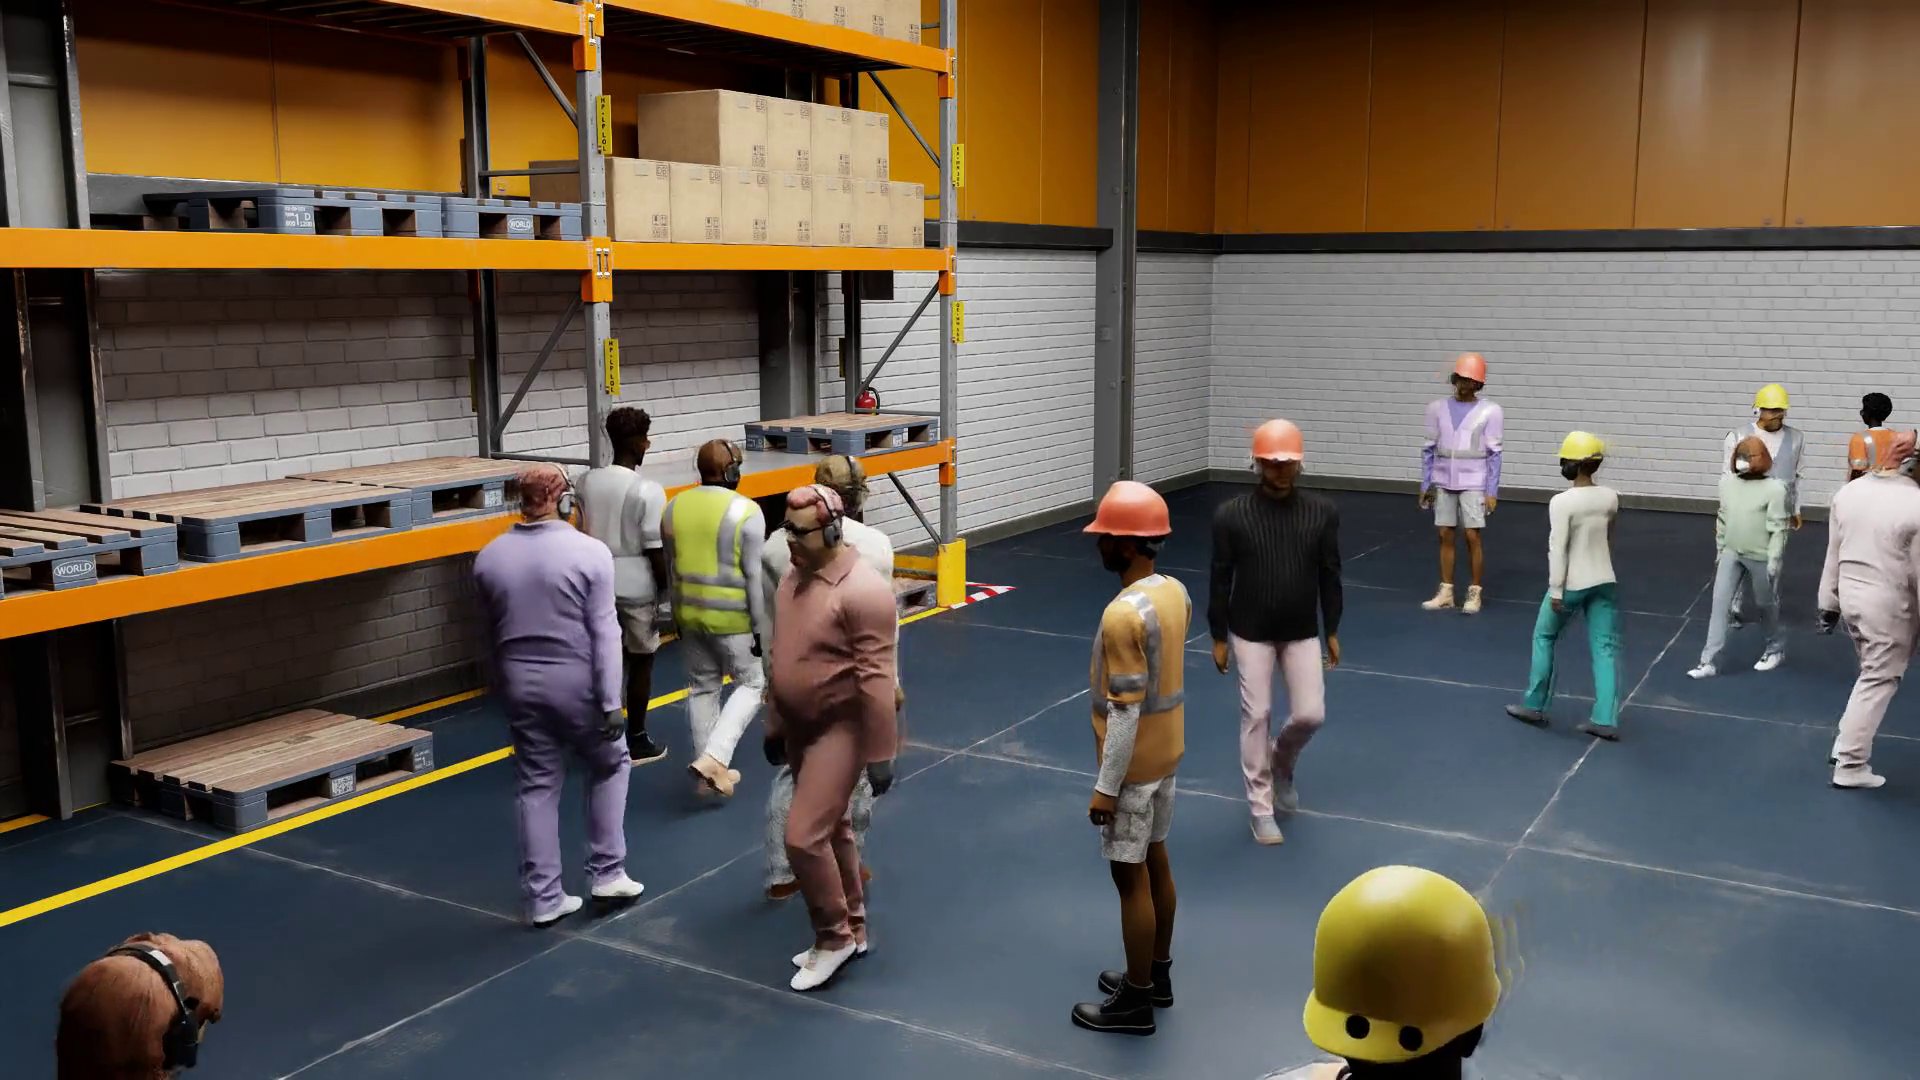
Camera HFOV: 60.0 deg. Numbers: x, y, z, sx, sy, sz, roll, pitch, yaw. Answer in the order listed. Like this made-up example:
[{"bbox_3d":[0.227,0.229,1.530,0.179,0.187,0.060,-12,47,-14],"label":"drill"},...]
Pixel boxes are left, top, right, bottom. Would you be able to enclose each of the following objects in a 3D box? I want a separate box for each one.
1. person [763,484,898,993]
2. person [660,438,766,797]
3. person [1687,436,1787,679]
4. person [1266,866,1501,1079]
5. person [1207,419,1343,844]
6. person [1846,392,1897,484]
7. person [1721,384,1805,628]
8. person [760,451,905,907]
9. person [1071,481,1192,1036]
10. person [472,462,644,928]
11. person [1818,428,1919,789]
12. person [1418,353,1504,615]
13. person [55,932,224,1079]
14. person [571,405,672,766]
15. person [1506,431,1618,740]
[{"bbox_3d":[-0.546,0.728,6.162,0.583,1.880,0.683,-6,11,-34],"label":"person"},{"bbox_3d":[-1.227,0.407,8.354,0.647,1.828,0.496,5,10,28],"label":"person"},{"bbox_3d":[5.188,0.109,10.949,0.841,1.589,0.512,-6,11,-32],"label":"person"},{"bbox_3d":[0.575,1.348,2.199,0.621,1.908,0.429,7,11,37],"label":"person"},{"bbox_3d":[1.470,0.416,7.797,0.641,1.984,0.480,-1,9,-3],"label":"person"},{"bbox_3d":[7.325,-0.339,13.408,0.540,1.696,0.315,-4,10,-25],"label":"person"},{"bbox_3d":[5.986,-0.245,12.405,0.600,1.829,0.404,1,9,4],"label":"person"},{"bbox_3d":[-0.552,0.589,6.942,0.643,1.910,0.529,5,10,29],"label":"person"},{"bbox_3d":[0.596,0.756,5.814,0.353,1.941,0.543,4,10,25],"label":"person"},{"bbox_3d":[-1.627,0.620,6.841,0.660,1.877,0.649,3,9,16],"label":"person"},{"bbox_3d":[4.738,0.363,8.442,0.522,1.877,0.652,-2,9,-12],"label":"person"},{"bbox_3d":[3.886,-0.424,12.946,0.646,2.022,0.376,8,12,41],"label":"person"},{"bbox_3d":[-1.236,1.419,2.672,0.520,1.625,0.439,3,10,19],"label":"person"},{"bbox_3d":[-1.814,0.262,8.854,0.627,1.951,0.486,5,10,29],"label":"person"},{"bbox_3d":[3.519,0.246,9.615,0.532,1.744,0.776,-4,10,-22],"label":"person"}]
